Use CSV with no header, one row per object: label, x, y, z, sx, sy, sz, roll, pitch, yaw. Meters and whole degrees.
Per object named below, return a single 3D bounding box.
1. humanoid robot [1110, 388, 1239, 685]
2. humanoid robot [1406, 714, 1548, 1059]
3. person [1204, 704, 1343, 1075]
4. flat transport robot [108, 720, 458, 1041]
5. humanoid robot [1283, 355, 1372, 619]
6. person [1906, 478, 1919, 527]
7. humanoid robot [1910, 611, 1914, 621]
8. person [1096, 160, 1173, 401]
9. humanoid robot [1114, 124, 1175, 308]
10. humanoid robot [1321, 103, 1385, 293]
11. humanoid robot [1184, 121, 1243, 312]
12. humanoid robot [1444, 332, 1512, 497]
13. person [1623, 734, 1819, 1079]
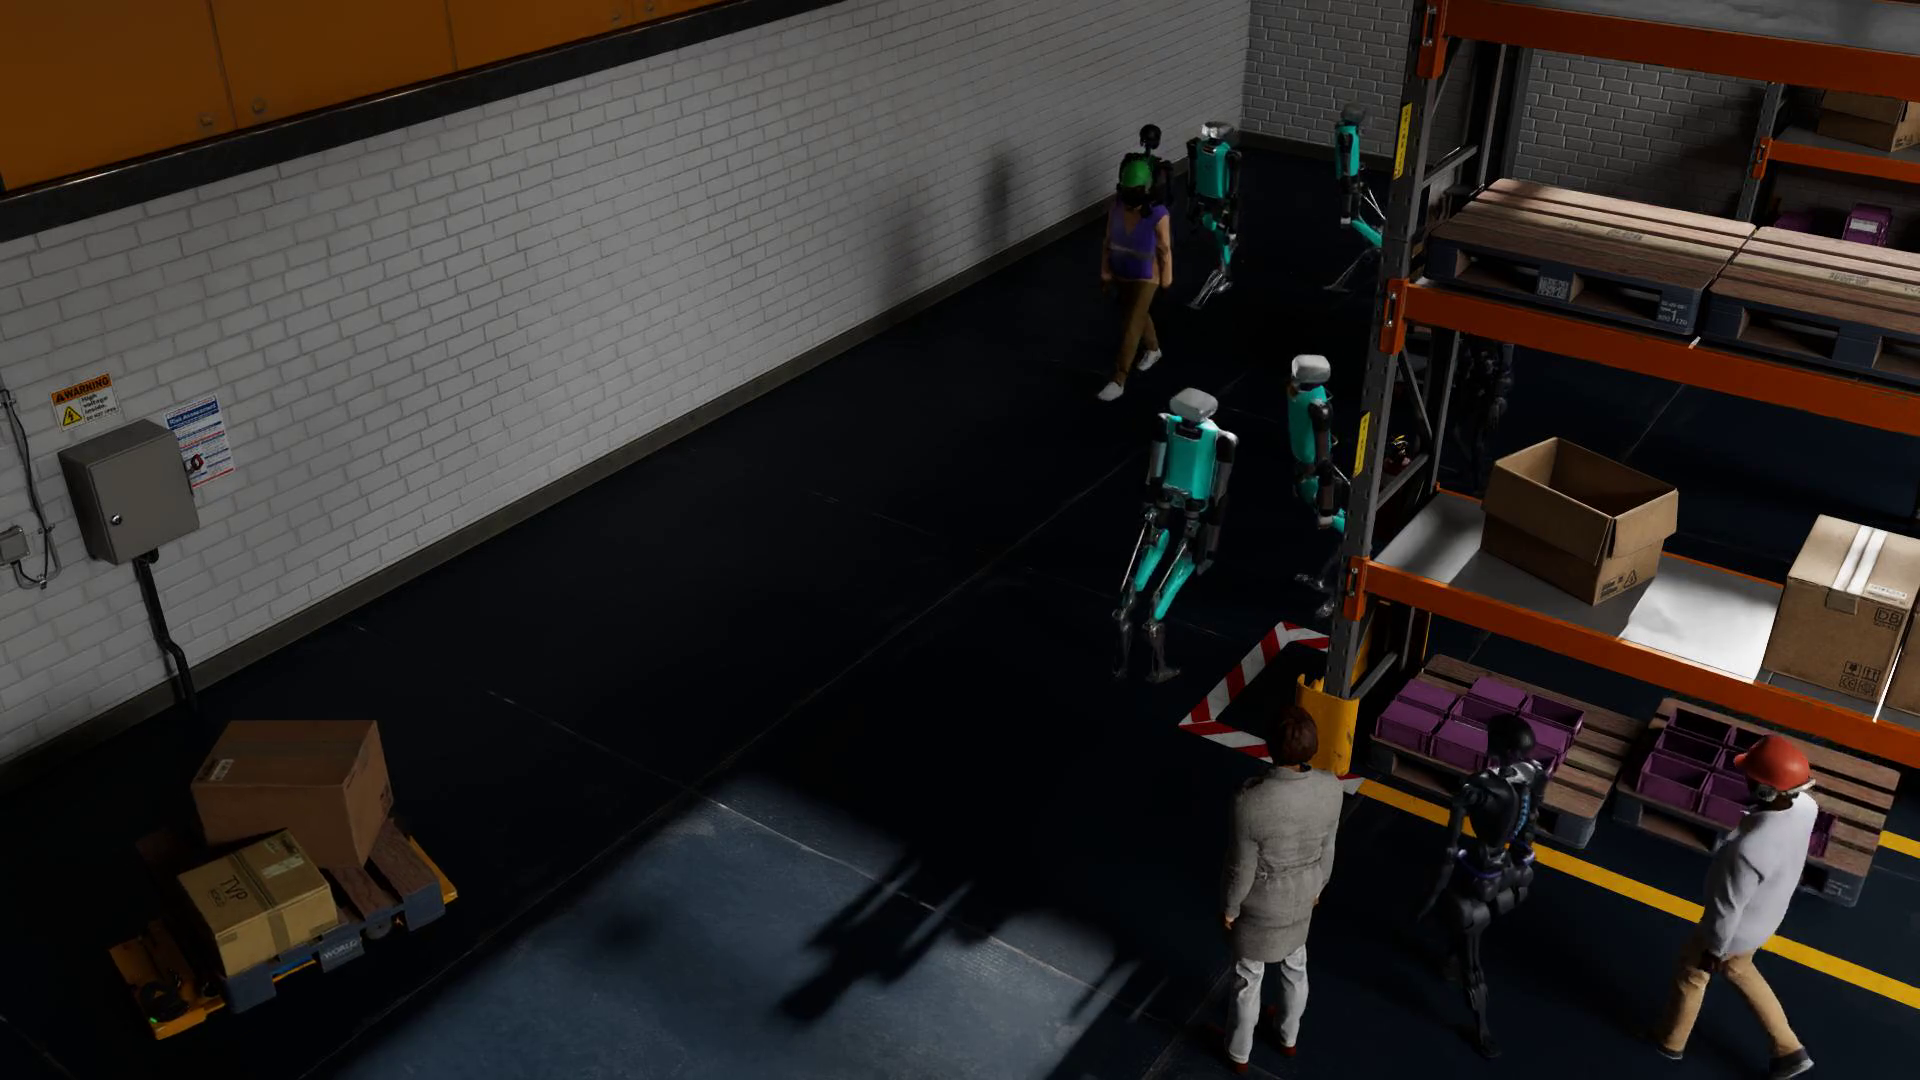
humanoid robot,1.151,0.085,9.466,0.532,1.816,0.795,20,36,31
humanoid robot,2.195,1.433,7.168,0.597,1.638,0.687,-15,33,-25
person,1.299,1.465,6.936,0.513,1.832,0.365,-10,31,-17
flat transport robot,-3.211,1.796,7.924,1.431,0.231,0.659,-23,37,-34
humanoid robot,2.287,-0.337,10.140,0.772,1.742,0.615,-6,30,-9
person,6.649,-0.849,10.907,0.409,1.877,0.554,-5,30,-8
humanoid robot,5.696,0.123,9.455,0.761,1.629,0.590,9,31,16
person,1.398,-2.099,13.076,0.511,1.873,1.023,23,37,34
humanoid robot,1.605,-2.793,14.469,0.613,1.642,0.326,20,35,31
humanoid robot,3.716,-2.949,14.705,0.958,1.777,0.559,7,31,12
humanoid robot,2.300,-2.830,14.483,0.543,1.730,1.031,24,38,36
humanoid robot,3.597,-1.045,11.452,0.373,1.641,0.609,-5,30,-9
person,3.279,1.561,6.863,0.573,1.731,0.649,-22,37,-33
